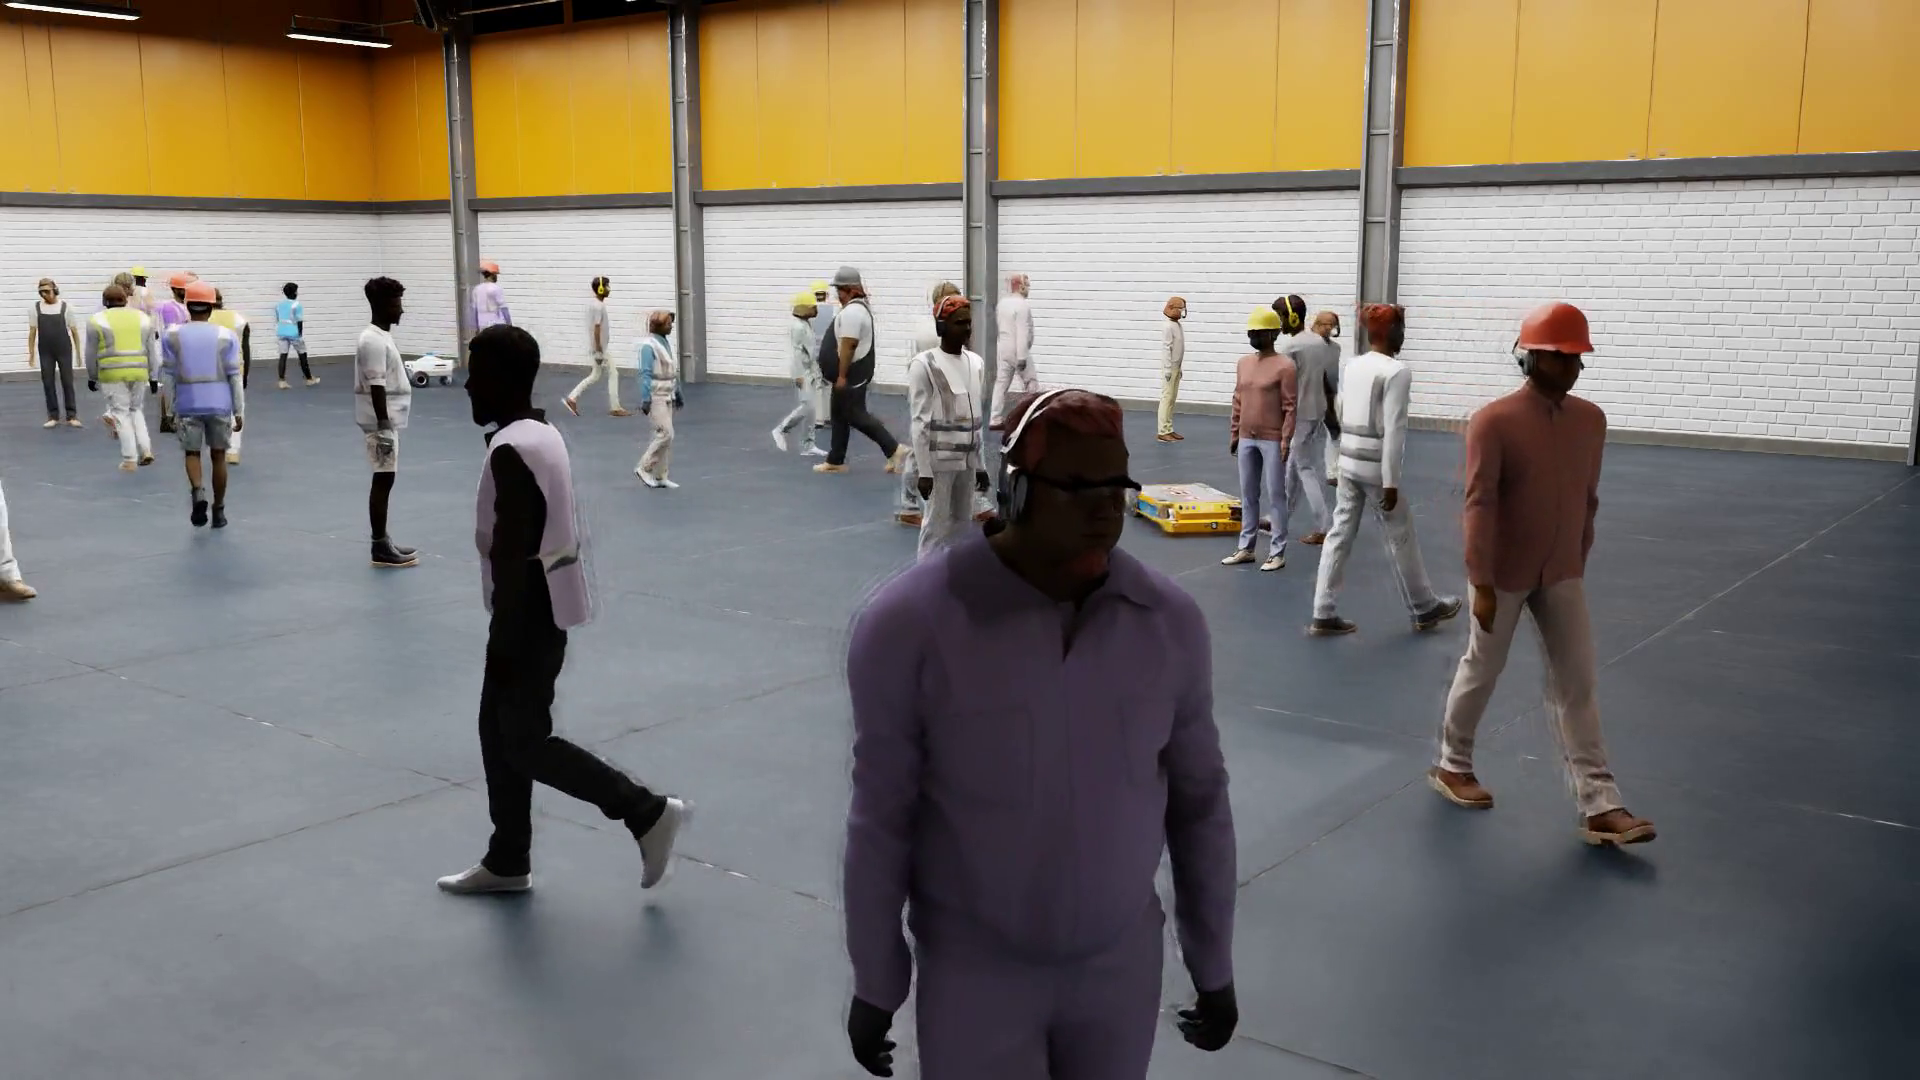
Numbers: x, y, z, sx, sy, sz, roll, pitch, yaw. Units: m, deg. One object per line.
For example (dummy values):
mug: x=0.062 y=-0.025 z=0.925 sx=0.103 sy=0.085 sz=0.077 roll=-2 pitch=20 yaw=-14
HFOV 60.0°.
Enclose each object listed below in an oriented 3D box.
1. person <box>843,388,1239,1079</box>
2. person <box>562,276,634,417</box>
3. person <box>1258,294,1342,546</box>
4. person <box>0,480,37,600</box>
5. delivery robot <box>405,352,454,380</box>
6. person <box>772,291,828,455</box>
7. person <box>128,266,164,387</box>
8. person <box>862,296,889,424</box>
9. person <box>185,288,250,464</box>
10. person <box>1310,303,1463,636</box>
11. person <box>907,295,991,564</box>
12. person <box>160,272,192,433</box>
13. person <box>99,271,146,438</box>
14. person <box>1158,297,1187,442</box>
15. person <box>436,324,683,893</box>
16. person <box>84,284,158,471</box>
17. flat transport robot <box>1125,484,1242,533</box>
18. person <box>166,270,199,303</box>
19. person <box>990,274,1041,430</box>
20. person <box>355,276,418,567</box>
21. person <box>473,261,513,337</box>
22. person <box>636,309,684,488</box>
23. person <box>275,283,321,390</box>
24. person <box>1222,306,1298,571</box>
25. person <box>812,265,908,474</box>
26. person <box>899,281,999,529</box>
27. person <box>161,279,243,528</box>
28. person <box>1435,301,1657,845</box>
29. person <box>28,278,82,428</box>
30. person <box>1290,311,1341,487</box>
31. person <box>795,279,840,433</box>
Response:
person: x=0.154 y=0.695 z=2.765 sx=0.679 sy=1.893 sz=0.419 roll=-4 pitch=11 yaw=-22
person: x=-4.736 y=-2.505 z=21.597 sx=0.860 sy=1.843 sz=0.522 roll=-3 pitch=10 yaw=-19
person: x=2.419 y=-0.873 z=12.133 sx=0.867 sy=1.816 sz=0.600 roll=9 pitch=13 yaw=42
person: x=-5.986 y=-0.498 z=9.968 sx=0.833 sy=1.809 sz=0.623 roll=5 pitch=11 yaw=27
delivery robot: x=-8.449 y=-2.755 z=26.491 sx=0.707 sy=0.478 sz=0.477 roll=-7 pitch=12 yaw=-37
person: x=-1.665 y=-1.737 z=17.399 sx=0.481 sy=1.728 sz=0.504 roll=2 pitch=10 yaw=12
person: x=-13.037 y=-3.389 z=26.470 sx=0.593 sy=1.922 sz=0.377 roll=1 pitch=10 yaw=7
person: x=-1.303 y=-2.228 z=20.659 sx=0.751 sy=1.610 sz=0.509 roll=-2 pitch=10 yaw=-11
person: x=-7.530 y=-1.666 z=16.885 sx=0.633 sy=1.785 sz=0.949 roll=-6 pitch=11 yaw=-31
person: x=2.361 y=-0.382 z=9.225 sx=0.955 sy=1.834 sz=0.599 roll=-5 pitch=11 yaw=-25
person: x=-0.045 y=-0.411 z=9.258 sx=0.355 sy=1.882 sz=0.575 roll=8 pitch=12 yaw=37
person: x=-9.071 y=-2.191 z=19.597 sx=0.974 sy=1.884 sz=0.548 roll=1 pitch=10 yaw=5
person: x=-9.642 y=-2.114 z=19.094 sx=0.638 sy=1.917 sz=0.511 roll=8 pitch=13 yaw=39
person: x=2.410 y=-1.929 z=18.815 sx=0.268 sy=1.632 sz=0.506 roll=4 pitch=11 yaw=23
person: x=-1.332 y=0.252 z=5.375 sx=0.739 sy=1.894 sz=0.600 roll=-2 pitch=10 yaw=-10
person: x=-8.204 y=-1.581 z=16.266 sx=0.486 sy=1.820 sz=0.623 roll=8 pitch=12 yaw=37
flat transport robot: x=1.771 y=-0.269 z=13.113 sx=0.652 sy=0.197 sz=1.431 roll=-2 pitch=10 yaw=-10
person: x=-10.653 y=-2.796 z=23.115 sx=0.721 sy=1.887 sz=0.666 roll=9 pitch=13 yaw=42
person: x=0.775 y=-2.248 z=20.006 sx=0.960 sy=1.855 sz=0.673 roll=-5 pitch=11 yaw=-25
person: x=-3.902 y=-0.802 z=11.294 sx=0.367 sy=1.962 sz=0.613 roll=-3 pitch=10 yaw=-18
person: x=-7.264 y=-3.347 z=26.039 sx=0.635 sy=1.991 sz=1.035 roll=8 pitch=13 yaw=39
person: x=-2.670 y=-1.253 z=14.915 sx=0.361 sy=1.628 sz=0.530 roll=2 pitch=10 yaw=14
person: x=-10.456 y=-3.204 z=26.149 sx=0.548 sy=1.657 sz=0.823 roll=3 pitch=10 yaw=16
person: x=2.019 y=-0.678 z=11.152 sx=0.315 sy=1.769 sz=0.525 roll=-8 pitch=13 yaw=-40
person: x=-0.960 y=-1.631 z=15.898 sx=0.874 sy=2.000 sz=0.677 roll=0 pitch=10 yaw=0
person: x=-0.049 y=-1.004 z=12.654 sx=0.972 sy=1.892 sz=0.635 roll=4 pitch=11 yaw=22
person: x=-5.765 y=-1.020 z=12.692 sx=0.561 sy=1.918 sz=0.555 roll=-4 pitch=10 yaw=-21
person: x=2.109 y=0.114 z=6.045 sx=0.636 sy=1.937 sz=0.997 roll=-3 pitch=10 yaw=-15
person: x=-10.970 y=-2.256 z=20.164 sx=0.537 sy=1.833 sz=0.367 roll=-3 pitch=10 yaw=-19
person: x=3.254 y=-1.293 z=15.200 sx=0.504 sy=1.608 sz=0.709 roll=-8 pitch=12 yaw=-38
person: x=-1.703 y=-2.207 z=19.917 sx=0.601 sy=1.801 sz=0.743 roll=-3 pitch=10 yaw=-16
